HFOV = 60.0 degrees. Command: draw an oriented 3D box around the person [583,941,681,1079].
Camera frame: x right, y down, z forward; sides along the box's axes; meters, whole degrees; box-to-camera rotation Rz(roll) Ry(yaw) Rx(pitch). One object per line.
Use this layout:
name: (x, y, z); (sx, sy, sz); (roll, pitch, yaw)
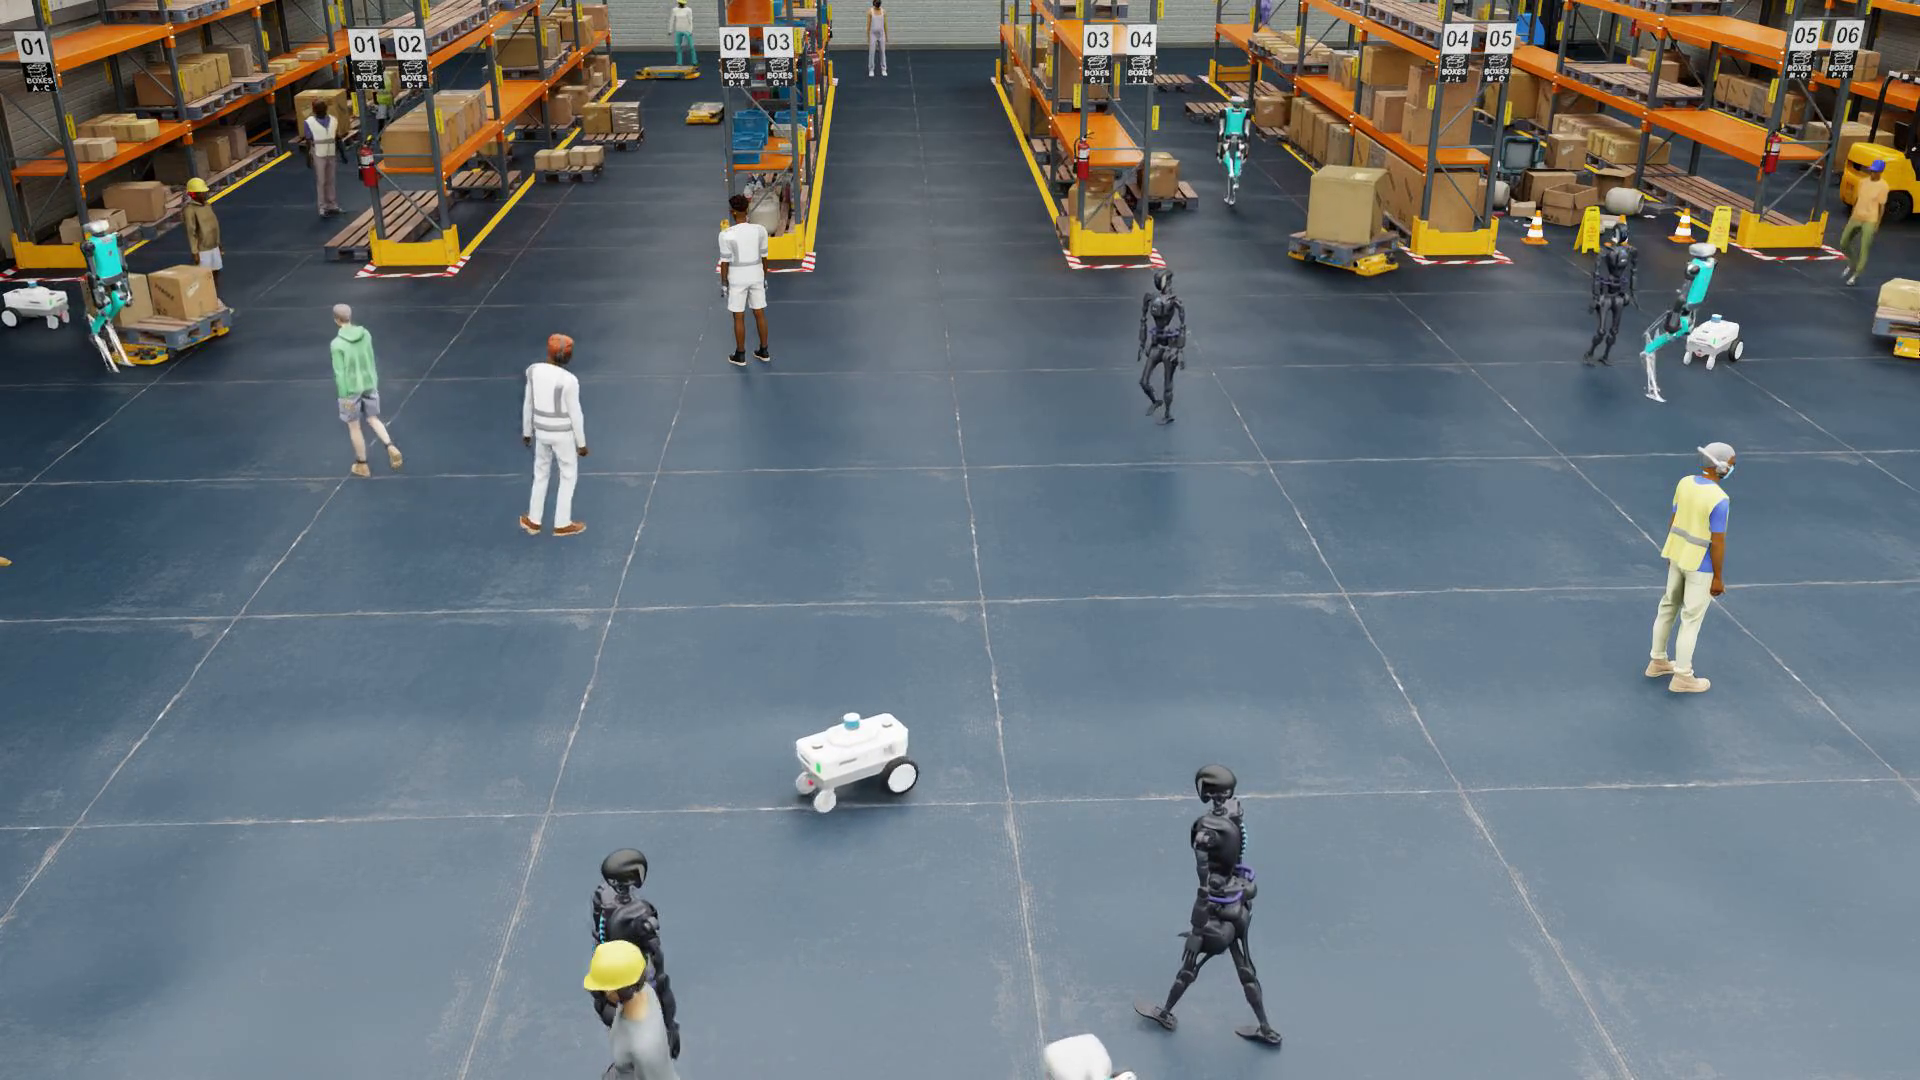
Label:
person: (-1.269, 2.431, 7.201); (0.602, 1.739, 0.554); (-6, 25, -13)

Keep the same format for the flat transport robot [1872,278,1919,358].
flat transport robot: (11.600, -2.422, 19.914); (0.659, 0.231, 1.431); (14, 28, 28)

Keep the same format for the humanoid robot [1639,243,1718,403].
humanoid robot: (7.647, -2.376, 18.033); (0.530, 1.792, 0.796); (-20, 31, -38)

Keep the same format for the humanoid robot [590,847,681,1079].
humanoid robot: (-1.601, 2.187, 7.832); (0.593, 1.637, 0.482); (21, 32, 39)

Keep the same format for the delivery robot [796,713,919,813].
delivery robot: (-0.699, 1.417, 10.929); (0.785, 0.587, 0.499); (-14, 28, -29)

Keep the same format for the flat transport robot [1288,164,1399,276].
flat transport robot: (5.396, -3.996, 23.450); (0.659, 0.231, 1.431); (-19, 30, -36)

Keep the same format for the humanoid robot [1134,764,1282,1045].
humanoid robot: (1.326, 1.876, 8.580); (0.777, 1.619, 0.610); (13, 27, 27)

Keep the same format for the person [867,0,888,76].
person: (-1.939, -11.900, 39.268); (0.504, 1.854, 0.426); (-6, 25, -14)

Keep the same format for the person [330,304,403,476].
person: (-5.687, -1.405, 15.830); (0.539, 1.723, 0.494); (18, 29, 34)

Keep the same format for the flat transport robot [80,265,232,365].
flat transport robot: (-9.466, -2.390, 19.843); (0.659, 0.231, 1.431); (6, 25, 13)

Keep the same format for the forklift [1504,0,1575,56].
forklift: (14.700, -13.805, 42.301); (1.873, 2.768, 1.129); (-1, 24, -2)

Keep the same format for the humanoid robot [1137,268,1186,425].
humanoid robot: (2.117, -2.000, 17.232); (0.602, 1.651, 0.339); (21, 32, 39)

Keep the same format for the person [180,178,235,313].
person: (-9.476, -3.668, 20.875); (0.406, 1.761, 0.553); (5, 24, 10)

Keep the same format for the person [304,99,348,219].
person: (-9.920, -5.971, 25.979); (0.418, 1.824, 0.748); (14, 28, 29)

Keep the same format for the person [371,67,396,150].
person: (-10.747, -8.152, 31.031); (0.319, 1.694, 0.539); (9, 26, 20)

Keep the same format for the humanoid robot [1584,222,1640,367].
humanoid robot: (7.493, -2.811, 19.049); (0.590, 1.657, 0.342); (-5, 25, -11)

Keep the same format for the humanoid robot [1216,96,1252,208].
humanoid robot: (4.379, -6.095, 26.413); (0.538, 1.773, 1.020); (-1, 24, -2)

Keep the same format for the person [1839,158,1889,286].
person: (12.071, -4.246, 22.226); (0.381, 1.704, 0.458); (-15, 28, -31)

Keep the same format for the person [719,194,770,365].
person: (-2.475, -2.992, 19.129); (0.601, 1.957, 0.382); (-14, 28, -29)

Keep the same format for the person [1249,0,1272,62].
person: (7.480, -12.736, 41.250); (0.574, 1.762, 0.612); (8, 25, 18)

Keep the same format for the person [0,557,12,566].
person: (-8.331, -0.581, 13.794); (0.386, 1.891, 0.560); (6, 25, 13)

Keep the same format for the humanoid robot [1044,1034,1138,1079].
humanoid robot: (0.306, 2.605, 6.883); (0.540, 1.752, 0.958); (-11, 26, -23)

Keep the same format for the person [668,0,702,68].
person: (-6.718, -12.361, 40.440); (0.808, 1.733, 0.382); (3, 24, 8)

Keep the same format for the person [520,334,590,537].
person: (-3.620, -0.921, 14.598); (0.786, 1.854, 0.352); (12, 26, 24)

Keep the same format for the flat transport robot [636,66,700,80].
flat transport robot: (-6.877, -11.011, 39.213); (1.431, 0.231, 0.659); (-1, 24, -3)

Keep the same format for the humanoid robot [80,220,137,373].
humanoid robot: (-9.749, -2.764, 18.854); (0.676, 1.777, 0.554); (9, 26, 19)

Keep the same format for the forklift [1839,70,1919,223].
forklift: (15.132, -6.143, 25.915); (2.313, 2.155, 1.214); (-1, 24, -2)

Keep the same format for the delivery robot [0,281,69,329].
delivery robot: (-11.503, -2.925, 20.696); (0.768, 0.597, 0.515); (5, 24, 11)

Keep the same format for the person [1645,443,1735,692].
person: (5.302, 0.193, 12.046); (0.399, 1.892, 0.533); (-7, 25, -15)

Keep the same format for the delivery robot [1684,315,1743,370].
delivery robot: (8.762, -2.324, 19.351); (0.499, 0.601, 0.783); (22, 32, 40)

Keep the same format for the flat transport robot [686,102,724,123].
flat transport robot: (-5.216, -8.809, 34.267); (0.659, 0.231, 1.431); (0, 24, 0)
